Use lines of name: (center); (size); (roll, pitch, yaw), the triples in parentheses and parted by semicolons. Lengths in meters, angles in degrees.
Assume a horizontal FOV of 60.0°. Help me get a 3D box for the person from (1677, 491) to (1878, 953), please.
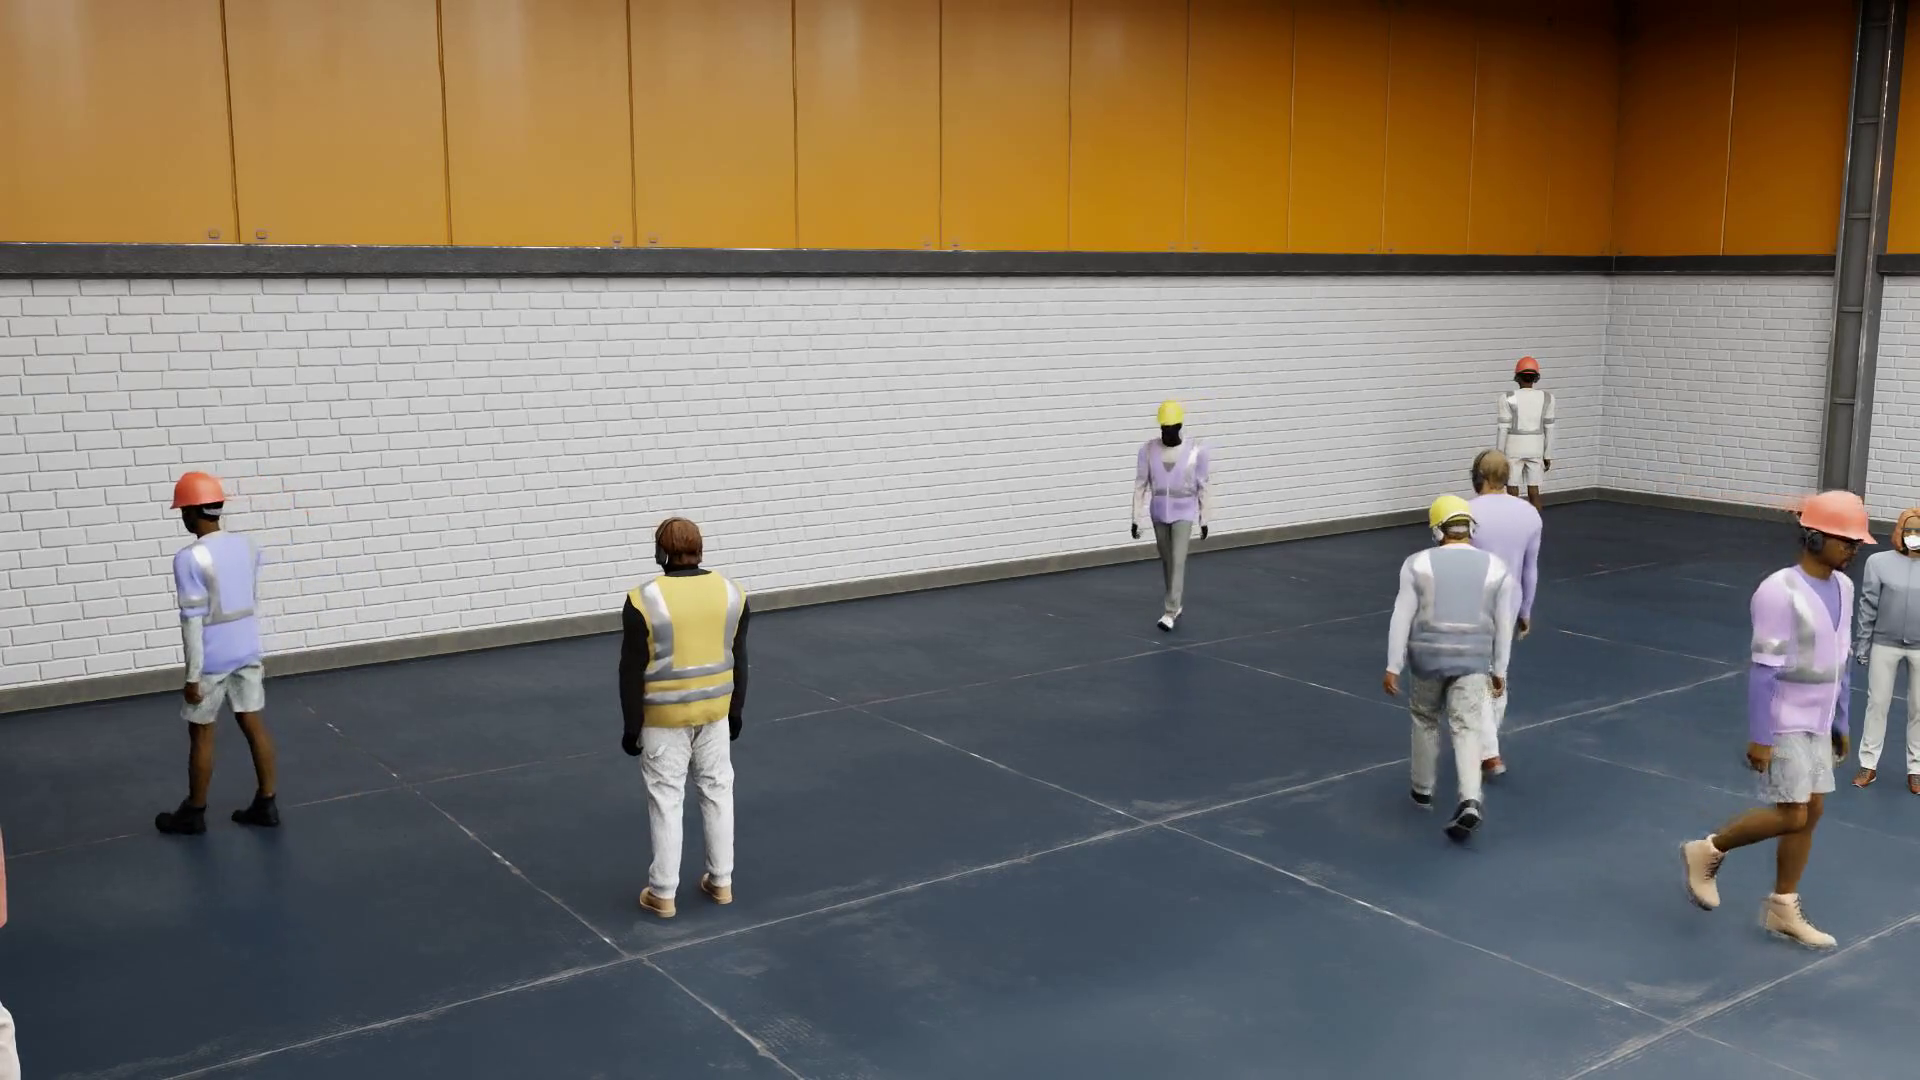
person: (3.625, 0.771, 7.306); (0.616, 2.019, 0.617); (-6, 11, -33)

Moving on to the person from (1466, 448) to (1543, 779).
person: (3.094, 0.429, 9.765); (0.636, 1.958, 0.550); (-3, 10, -18)

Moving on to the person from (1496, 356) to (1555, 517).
person: (5.979, -0.926, 17.690); (0.615, 2.041, 0.387); (0, 9, -3)

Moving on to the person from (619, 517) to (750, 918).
person: (-1.274, 0.805, 7.663); (0.628, 1.837, 0.429); (-7, 11, -35)

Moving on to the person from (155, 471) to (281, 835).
person: (-3.916, 0.596, 8.713); (0.505, 1.935, 0.555); (3, 10, 20)

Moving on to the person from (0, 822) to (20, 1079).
person: (-3.091, 1.149, 5.036); (0.379, 1.996, 0.611); (-3, 10, -19)

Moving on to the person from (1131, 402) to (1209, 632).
person: (1.726, -0.203, 13.758); (0.611, 1.866, 1.001); (4, 10, 25)

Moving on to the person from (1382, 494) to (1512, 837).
person: (2.590, 0.654, 8.802); (0.656, 1.771, 0.876); (1, 9, 8)

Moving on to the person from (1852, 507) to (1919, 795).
person: (5.351, 0.620, 9.414); (0.500, 1.633, 0.279); (6, 11, 31)
